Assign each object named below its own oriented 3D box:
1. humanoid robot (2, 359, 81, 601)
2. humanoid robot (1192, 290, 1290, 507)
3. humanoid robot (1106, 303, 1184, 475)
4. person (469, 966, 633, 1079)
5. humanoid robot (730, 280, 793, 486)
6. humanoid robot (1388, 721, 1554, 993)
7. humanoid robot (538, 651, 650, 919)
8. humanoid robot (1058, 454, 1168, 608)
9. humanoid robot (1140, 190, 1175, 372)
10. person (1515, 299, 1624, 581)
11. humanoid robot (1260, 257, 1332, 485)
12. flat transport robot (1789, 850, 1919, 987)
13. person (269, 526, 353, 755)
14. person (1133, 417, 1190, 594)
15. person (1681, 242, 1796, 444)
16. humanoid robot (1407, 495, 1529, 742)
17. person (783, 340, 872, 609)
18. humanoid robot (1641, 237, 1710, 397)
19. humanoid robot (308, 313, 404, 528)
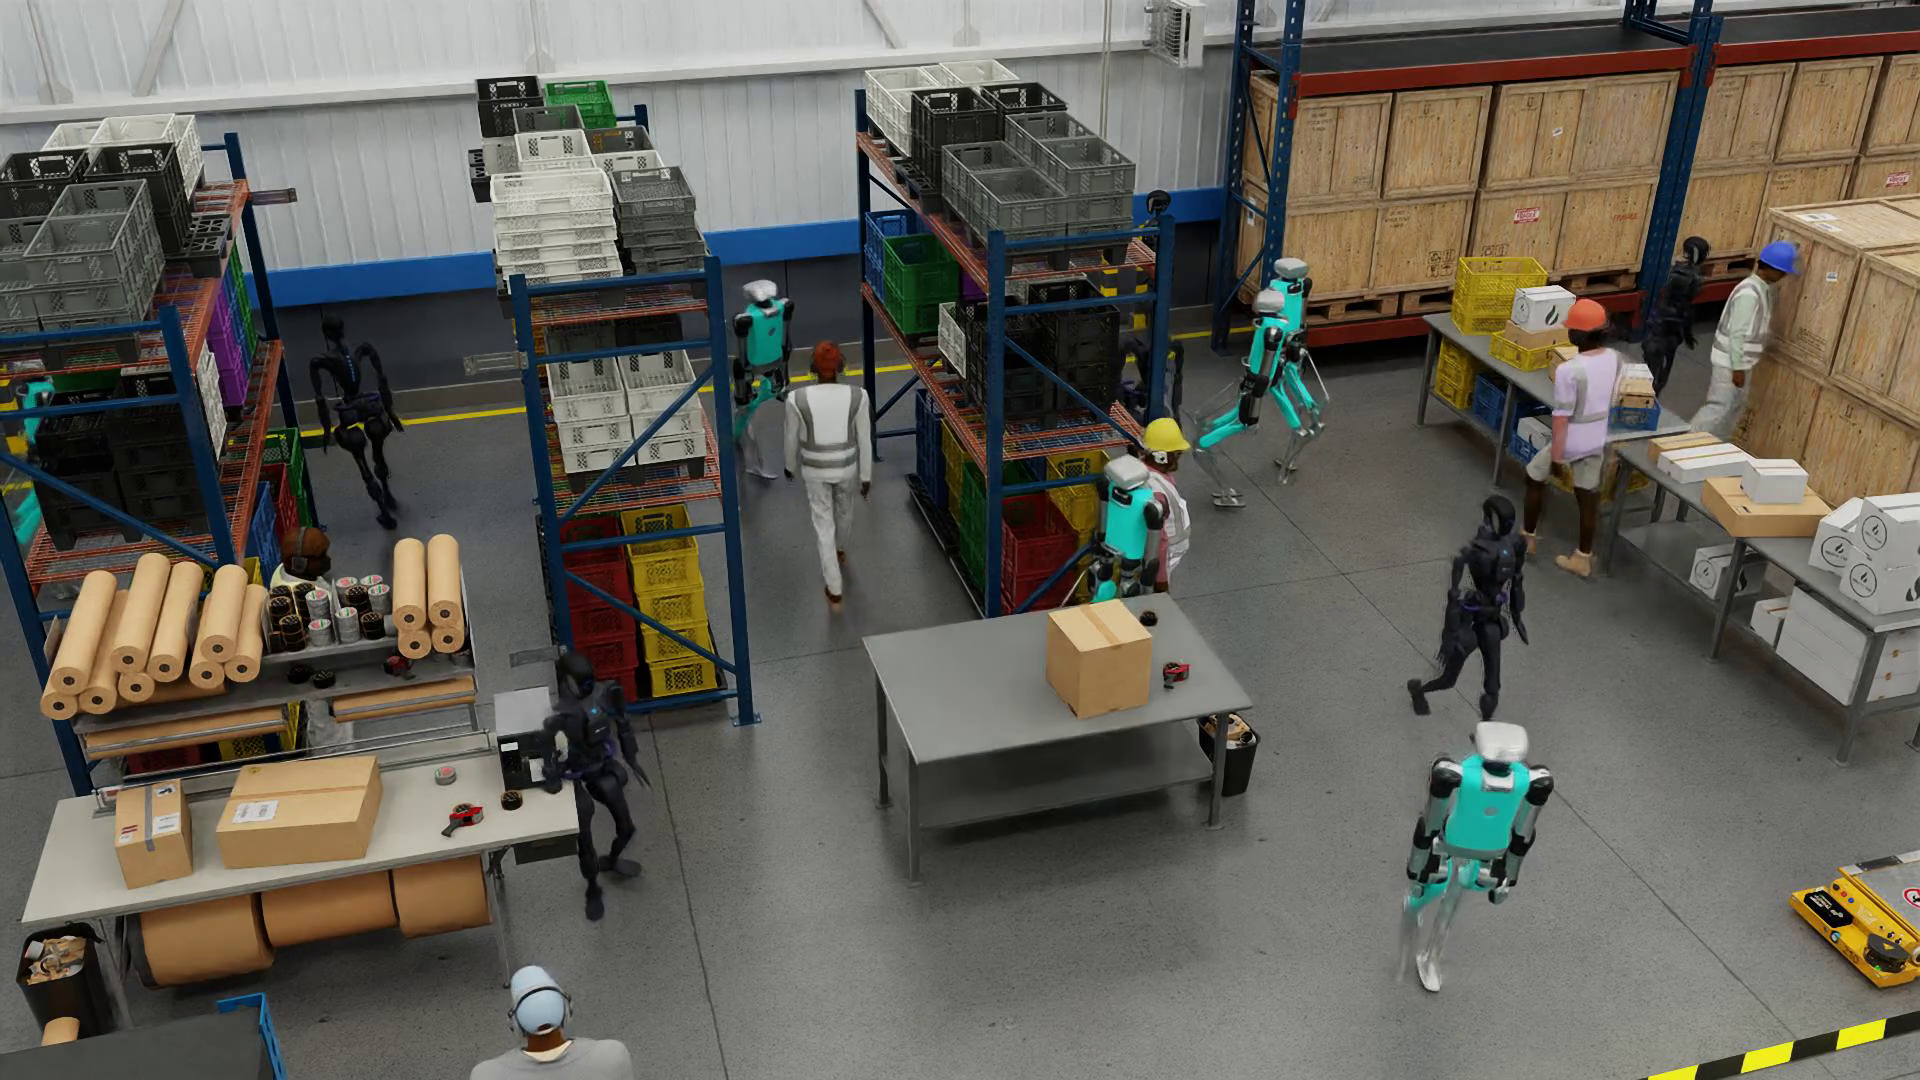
[{"bbox_3d":[-6.374,-0.351,11.289,0.791,1.787,0.529,-21,35,-33],"label":"humanoid robot"},{"bbox_3d":[2.024,-1.050,12.456,0.757,1.698,0.533,3,29,6],"label":"humanoid robot"},{"bbox_3d":[1.397,-0.962,12.446,0.586,1.641,0.441,-7,30,-12],"label":"humanoid robot"},{"bbox_3d":[-1.475,2.342,6.256,0.588,1.852,0.371,-8,30,-14],"label":"person"},{"bbox_3d":[-1.641,-1.184,12.841,0.752,1.823,0.555,25,37,38],"label":"humanoid robot"},{"bbox_3d":[2.374,1.508,7.947,0.554,1.825,0.794,2,29,4],"label":"humanoid robot"},{"bbox_3d":[-1.897,1.213,8.491,0.431,1.635,0.608,20,35,32],"label":"humanoid robot"},{"bbox_3d":[0.839,0.407,9.982,0.726,1.872,0.543,-20,35,-32],"label":"humanoid robot"},{"bbox_3d":[1.756,-2.322,14.908,0.315,1.657,0.599,5,29,8],"label":"humanoid robot"},{"bbox_3d":[4.259,-0.725,11.673,0.608,2.014,0.873,-12,31,-21],"label":"person"},{"bbox_3d":[2.646,-1.252,12.941,0.537,1.833,0.682,-23,36,-36],"label":"humanoid robot"},{"bbox_3d":[5.163,1.916,8.676,1.431,0.231,0.659,-8,30,-14],"label":"flat transport robot"},{"bbox_3d":[-3.488,0.751,9.167,0.431,1.838,0.623,-15,32,-26],"label":"person"},{"bbox_3d":[1.222,0.084,10.383,0.404,1.834,0.588,-1,29,-2],"label":"person"},{"bbox_3d":[6.036,-1.411,13.017,0.570,1.917,0.801,20,34,31],"label":"person"},{"bbox_3d":[3.070,0.454,9.908,0.601,1.637,0.727,-13,31,-22],"label":"humanoid robot"},{"bbox_3d":[-0.924,-0.520,11.483,0.581,1.835,0.979,-8,30,-14],"label":"person"},{"bbox_3d":[5.873,-1.735,13.861,0.604,1.646,0.398,-20,34,-31],"label":"humanoid robot"},{"bbox_3d":[-4.478,-0.901,12.359,0.609,1.636,0.626,-24,37,-36],"label":"humanoid robot"}]
